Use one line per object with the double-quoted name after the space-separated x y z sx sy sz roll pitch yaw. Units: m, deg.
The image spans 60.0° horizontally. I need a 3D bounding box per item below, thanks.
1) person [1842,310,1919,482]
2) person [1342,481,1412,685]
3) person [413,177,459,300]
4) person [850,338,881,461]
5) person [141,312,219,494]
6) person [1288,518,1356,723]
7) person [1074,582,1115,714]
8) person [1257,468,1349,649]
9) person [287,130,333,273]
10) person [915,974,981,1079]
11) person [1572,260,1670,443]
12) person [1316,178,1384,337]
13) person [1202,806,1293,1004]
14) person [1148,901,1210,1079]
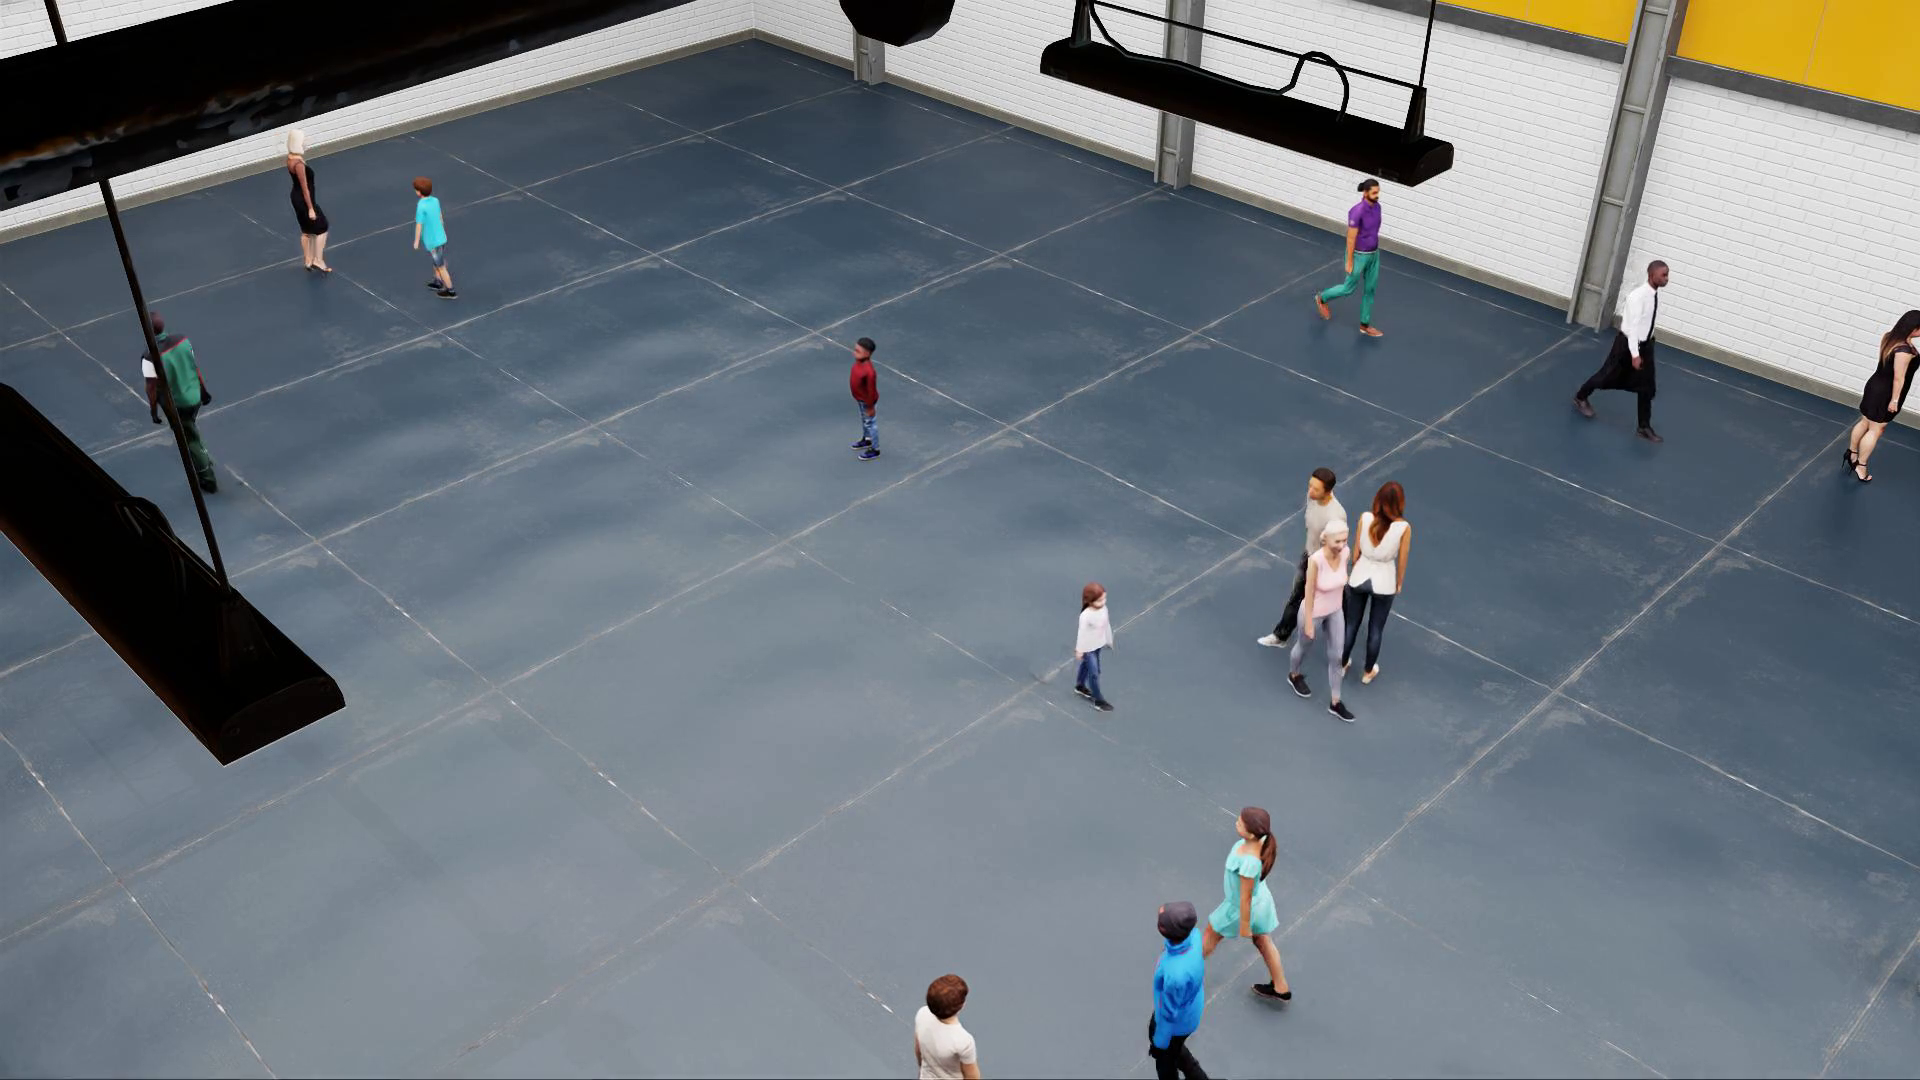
8.659 -1.374 15.583 0.802 1.716 0.768 4 34 7 "person"
3.200 0.345 12.939 0.559 1.781 0.698 15 37 22 "person"
-5.925 -3.422 18.919 0.807 1.434 0.713 8 34 12 "person"
-0.894 -1.382 16.013 0.630 1.252 0.529 -12 35 -17 "person"
-7.099 -1.240 15.284 0.809 1.824 0.816 13 36 19 "person"
2.721 0.507 12.768 0.816 1.699 1.047 -13 36 -19 "person"
0.981 0.774 12.909 0.651 1.098 0.486 25 41 33 "person"
2.993 0.130 13.295 1.032 1.743 1.198 -12 35 -17 "person"
-7.689 -3.914 19.388 0.753 1.734 0.579 -21 39 -28 "person"
-0.077 2.995 9.065 0.505 1.654 0.651 24 40 31 "person"
6.502 -1.902 16.316 0.812 1.783 1.323 -21 39 -28 "person"
4.320 -3.122 18.189 0.716 1.742 1.141 -24 40 -31 "person"
1.842 2.273 10.276 1.124 1.517 0.745 17 37 24 "person"
1.307 2.703 9.388 0.848 1.783 0.782 11 35 15 "person"
